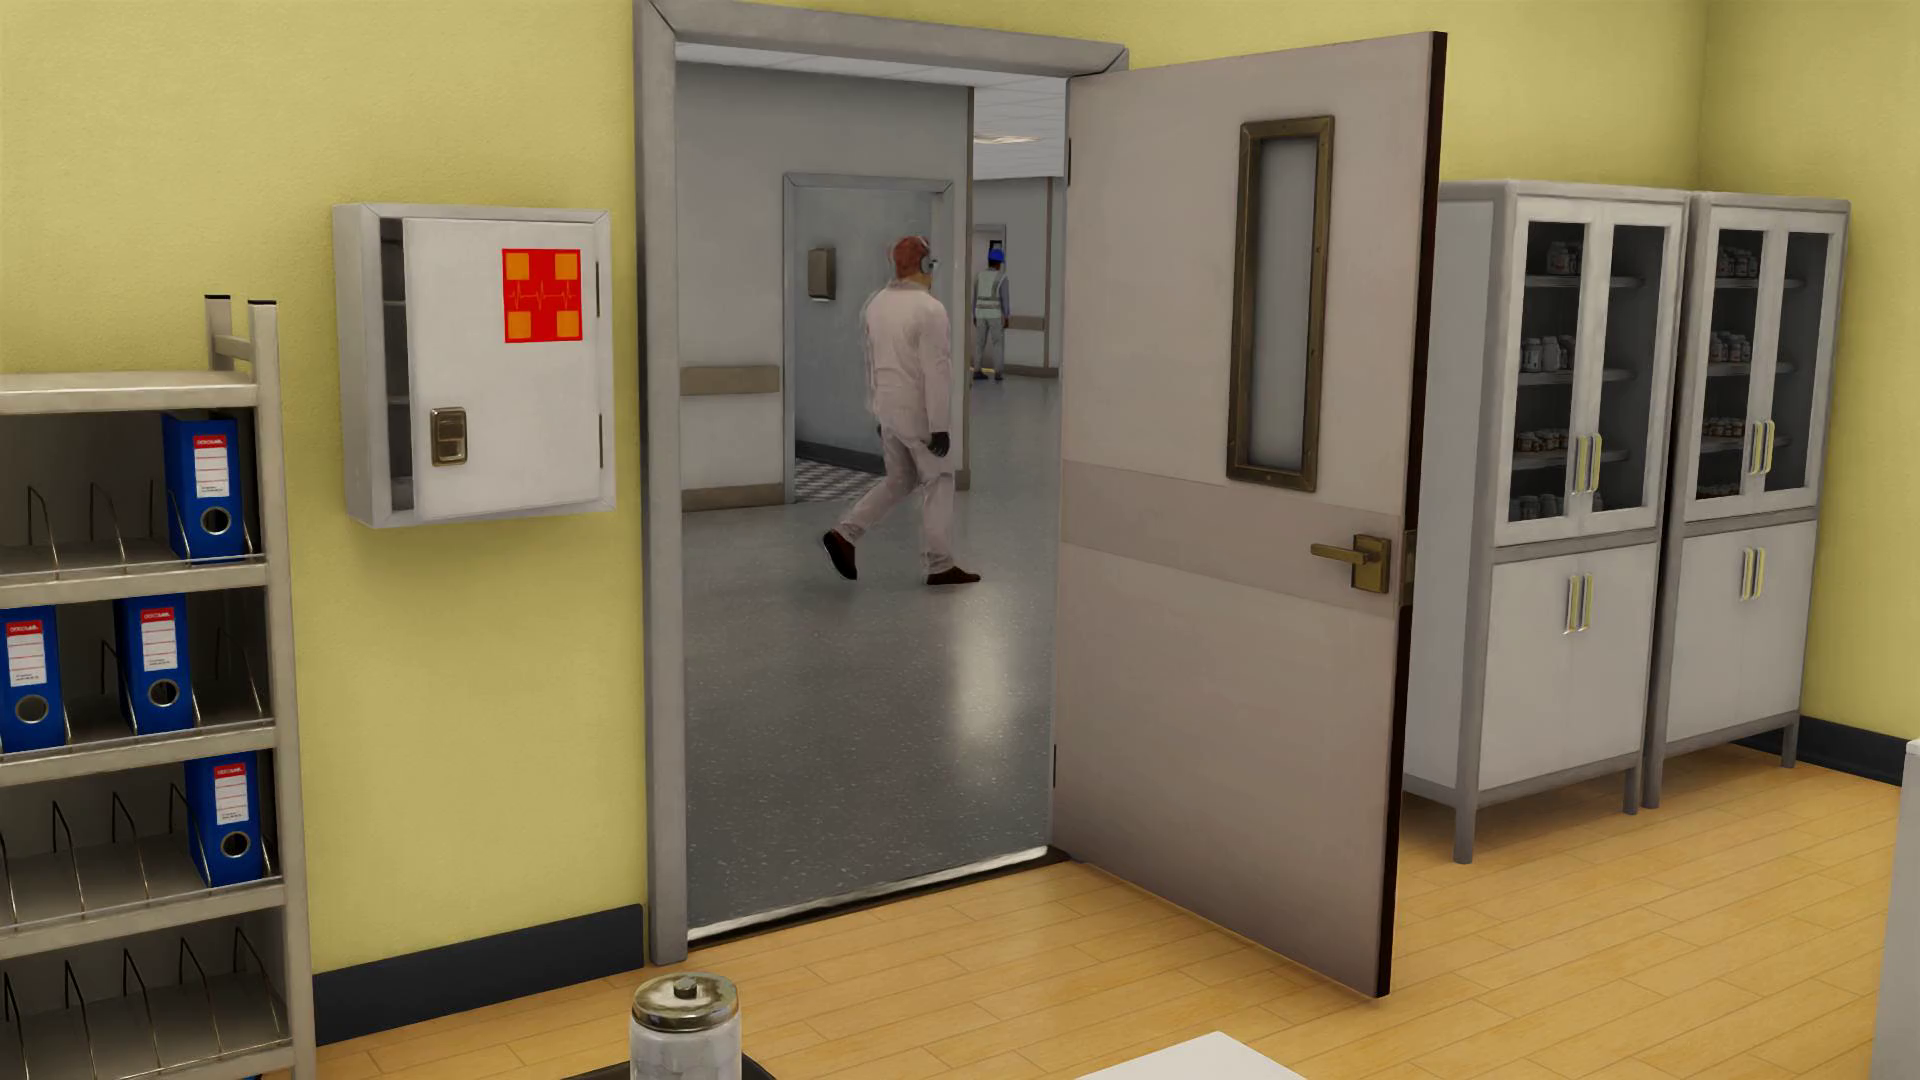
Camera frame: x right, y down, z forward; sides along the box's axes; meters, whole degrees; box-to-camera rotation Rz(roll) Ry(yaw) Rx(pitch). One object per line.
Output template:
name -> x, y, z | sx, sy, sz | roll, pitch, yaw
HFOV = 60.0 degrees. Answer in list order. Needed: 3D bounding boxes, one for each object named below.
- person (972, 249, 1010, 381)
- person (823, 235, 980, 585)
person -> 0.453, -3.314, 24.521 | 0.632, 1.933, 0.445 | 7, 11, 34
person -> -0.280, -0.668, 8.827 | 0.781, 1.878, 0.661 | -5, 11, -31
